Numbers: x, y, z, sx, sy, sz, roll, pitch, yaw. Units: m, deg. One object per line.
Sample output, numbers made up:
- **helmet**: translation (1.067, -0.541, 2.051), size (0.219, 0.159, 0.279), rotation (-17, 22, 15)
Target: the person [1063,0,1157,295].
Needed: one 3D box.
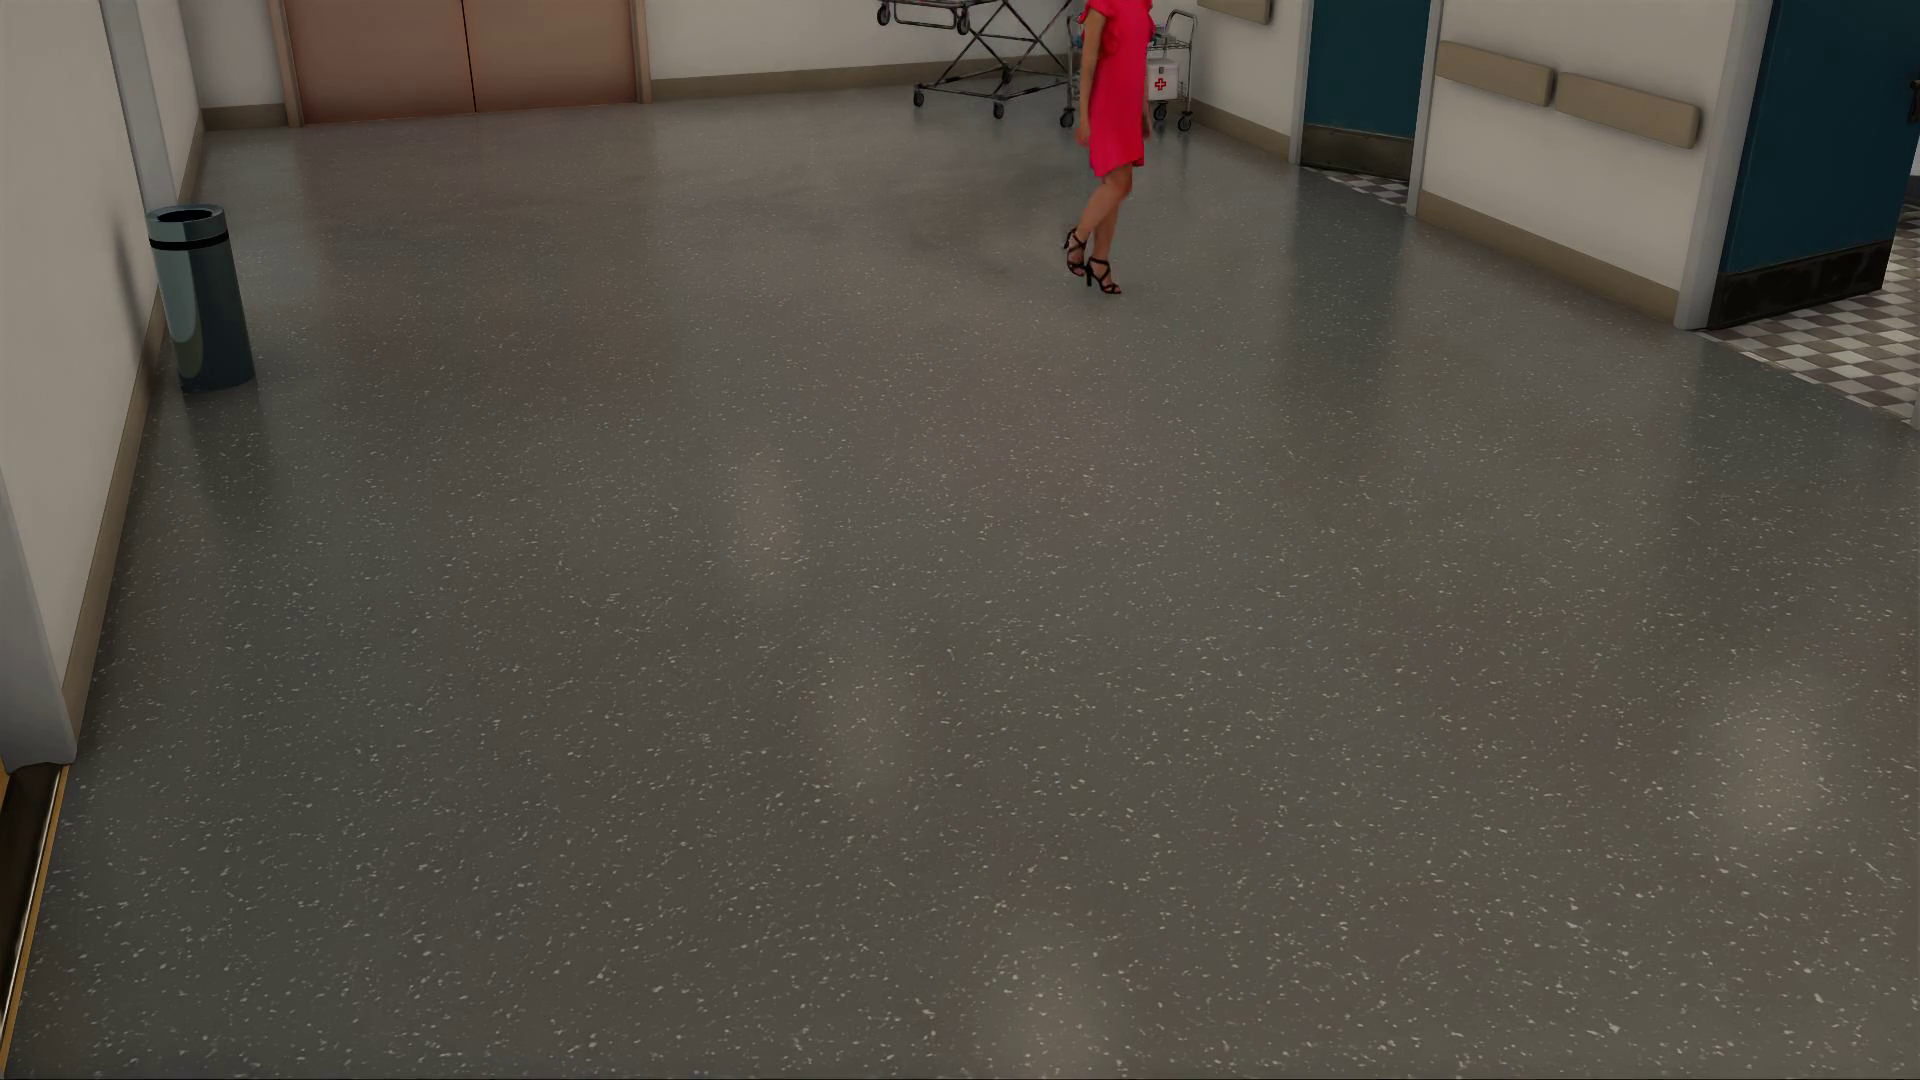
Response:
- **person**: translation (0.650, -2.026, 7.874), size (0.802, 1.716, 0.730), rotation (20, 32, 36)
